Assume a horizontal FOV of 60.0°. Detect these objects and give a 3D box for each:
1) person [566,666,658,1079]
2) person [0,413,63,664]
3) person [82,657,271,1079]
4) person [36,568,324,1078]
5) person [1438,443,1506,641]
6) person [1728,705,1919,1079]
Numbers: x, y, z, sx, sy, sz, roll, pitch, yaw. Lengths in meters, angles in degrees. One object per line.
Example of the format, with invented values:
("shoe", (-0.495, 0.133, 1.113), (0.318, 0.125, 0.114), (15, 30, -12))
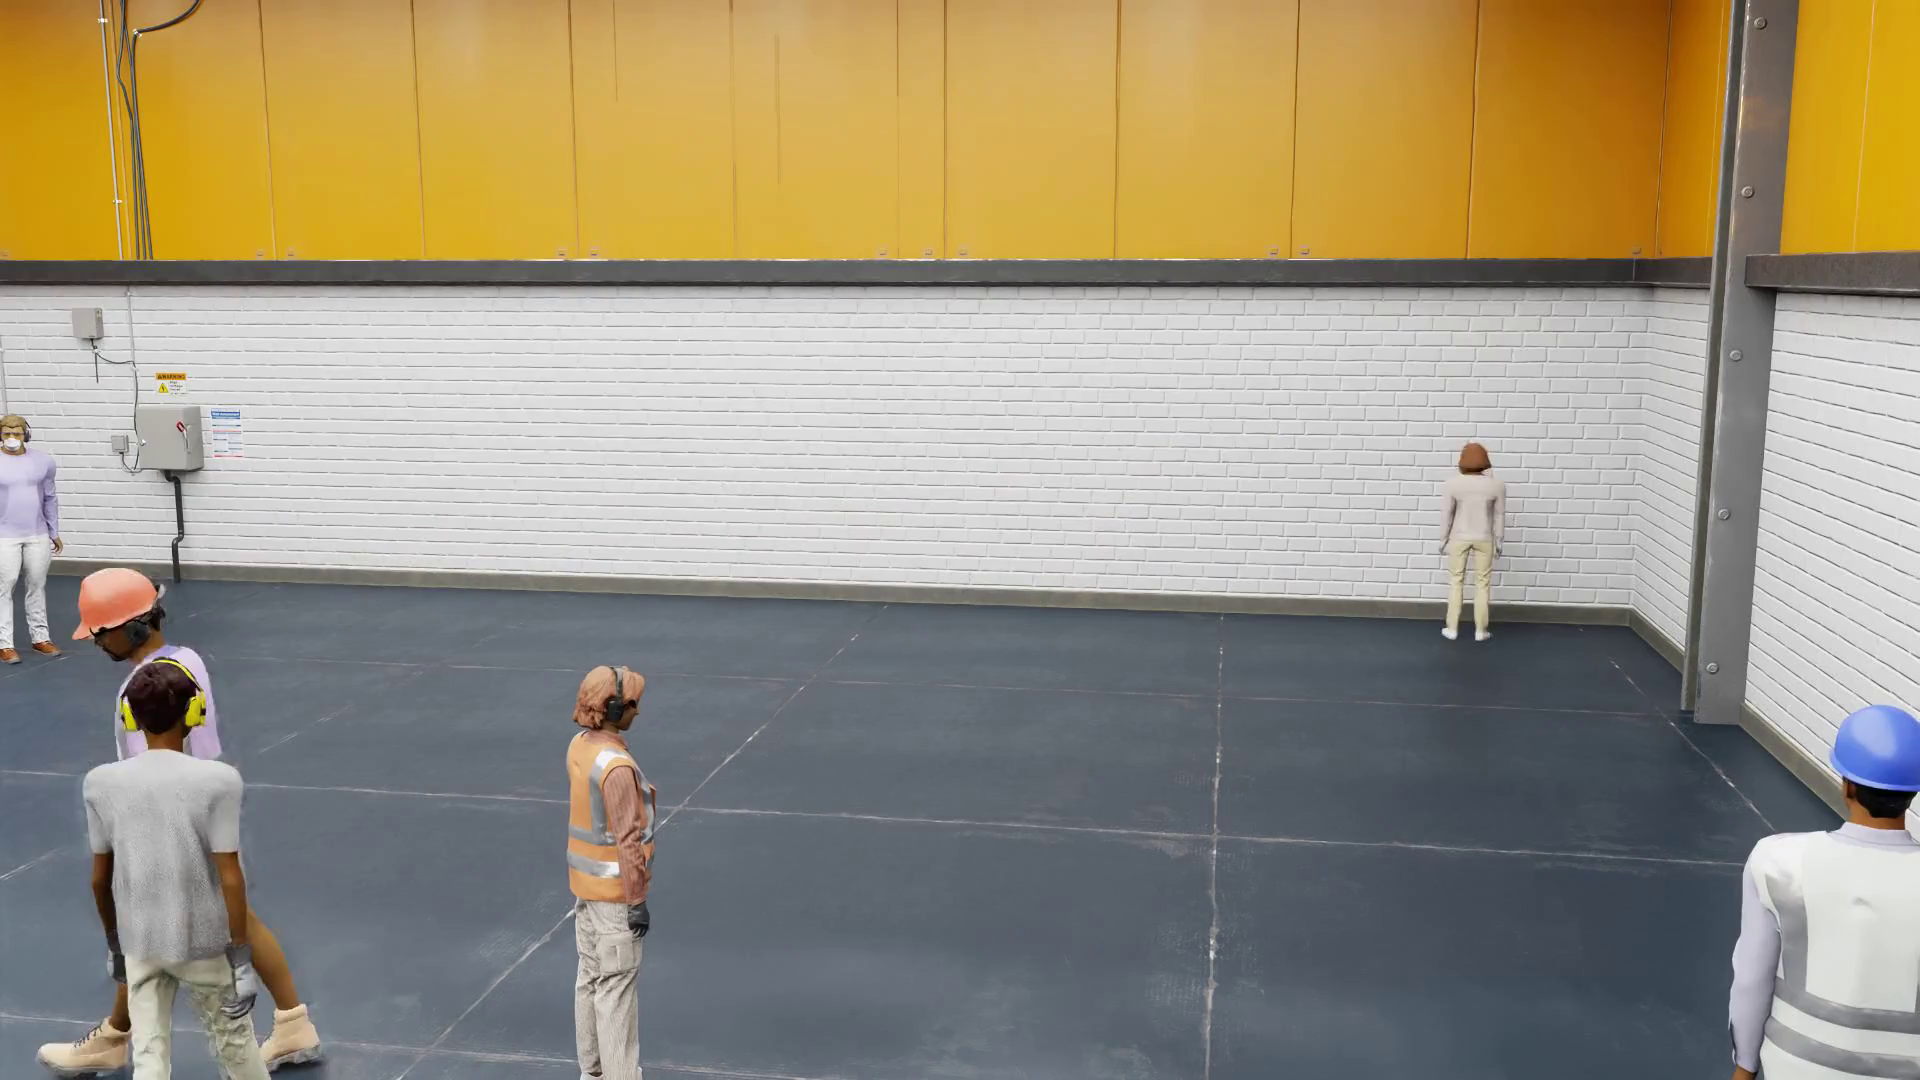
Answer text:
("person", (-1.252, 1.256, 5.984), (0.309, 1.640, 0.511), (-6, 11, -31))
("person", (-7.312, -0.021, 12.947), (0.379, 1.937, 0.629), (7, 12, 37))
("person", (-2.460, 1.272, 5.330), (0.522, 1.818, 0.938), (-1, 9, -3))
("person", (-2.914, 1.063, 6.170), (1.056, 1.969, 0.619), (0, 9, -2))
("person", (4.197, 0.022, 13.640), (0.527, 1.631, 0.276), (2, 9, 11))
("person", (2.301, 1.379, 4.265), (0.614, 1.949, 0.375), (6, 11, 31))
